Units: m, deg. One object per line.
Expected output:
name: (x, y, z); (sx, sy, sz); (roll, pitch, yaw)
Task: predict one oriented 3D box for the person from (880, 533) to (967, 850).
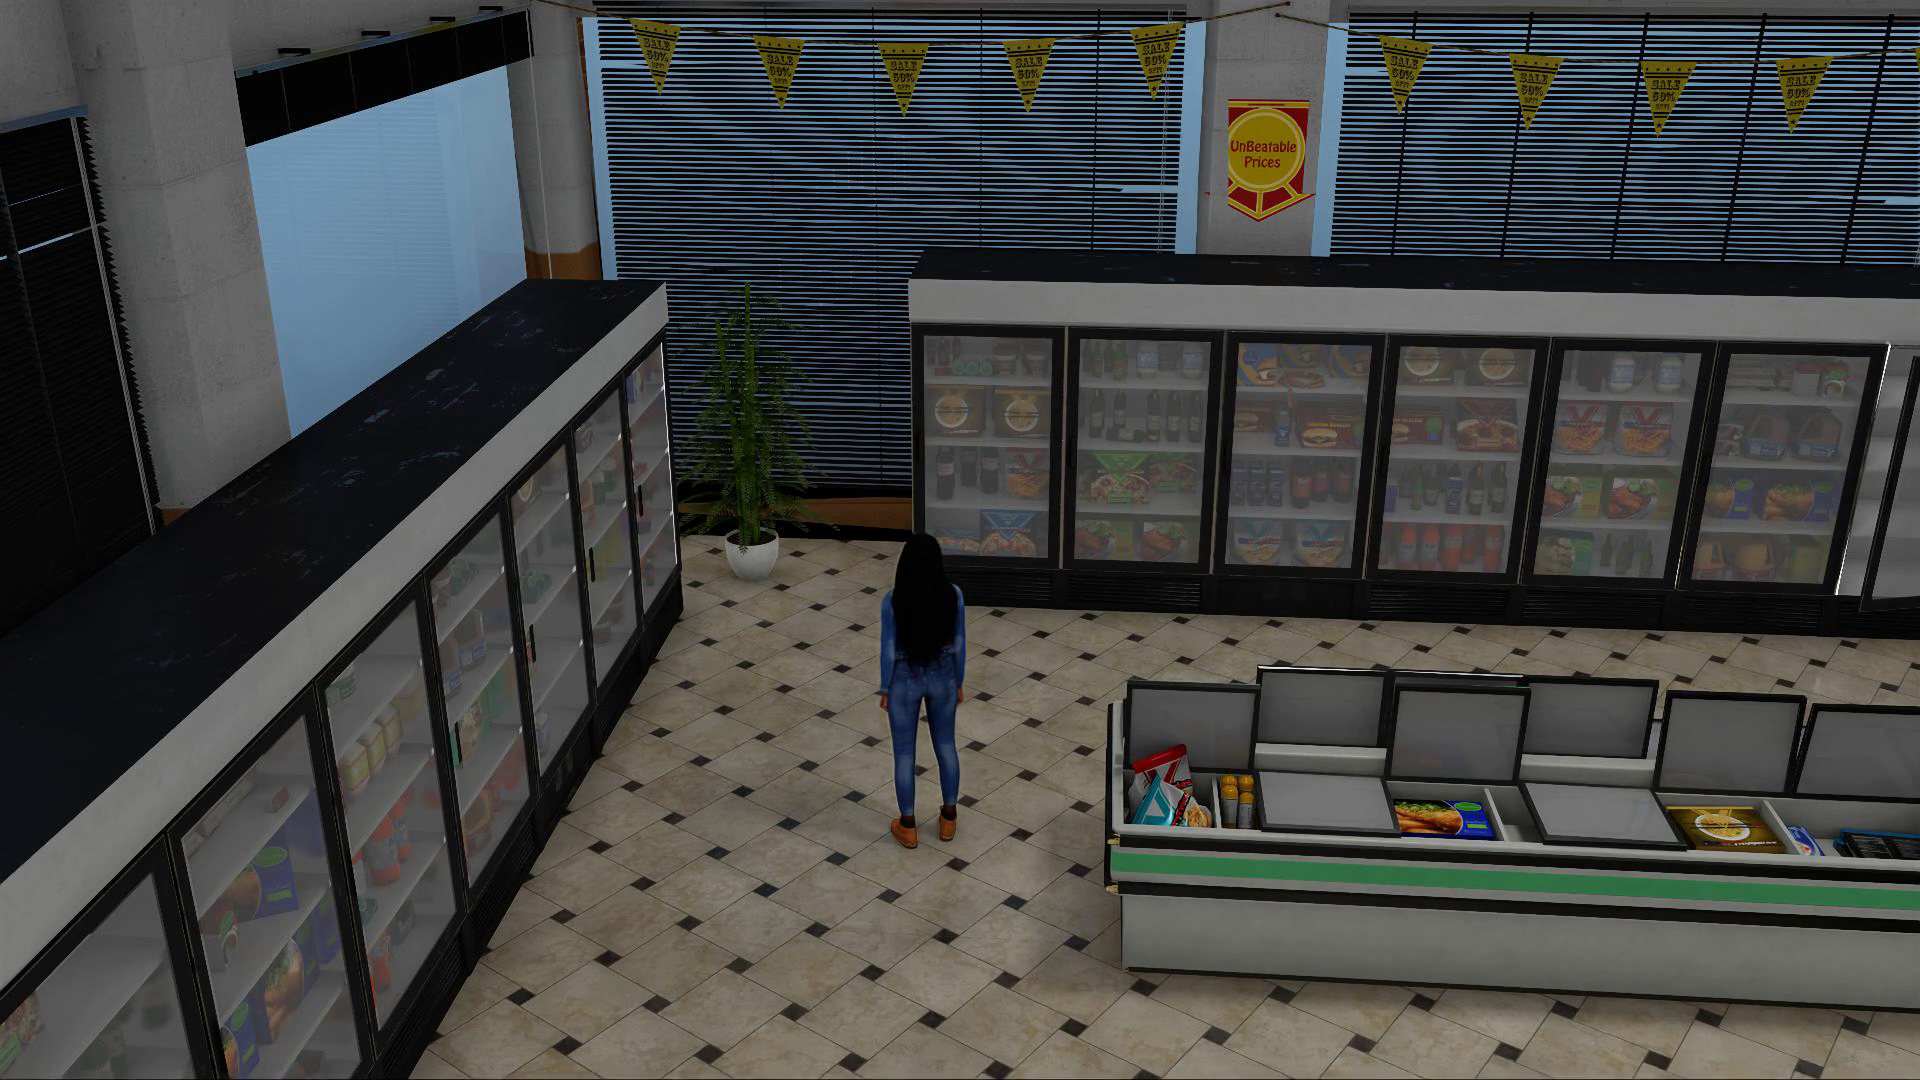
person: (-0.185, 0.766, 8.479); (0.573, 1.713, 0.724); (-6, 23, -15)
